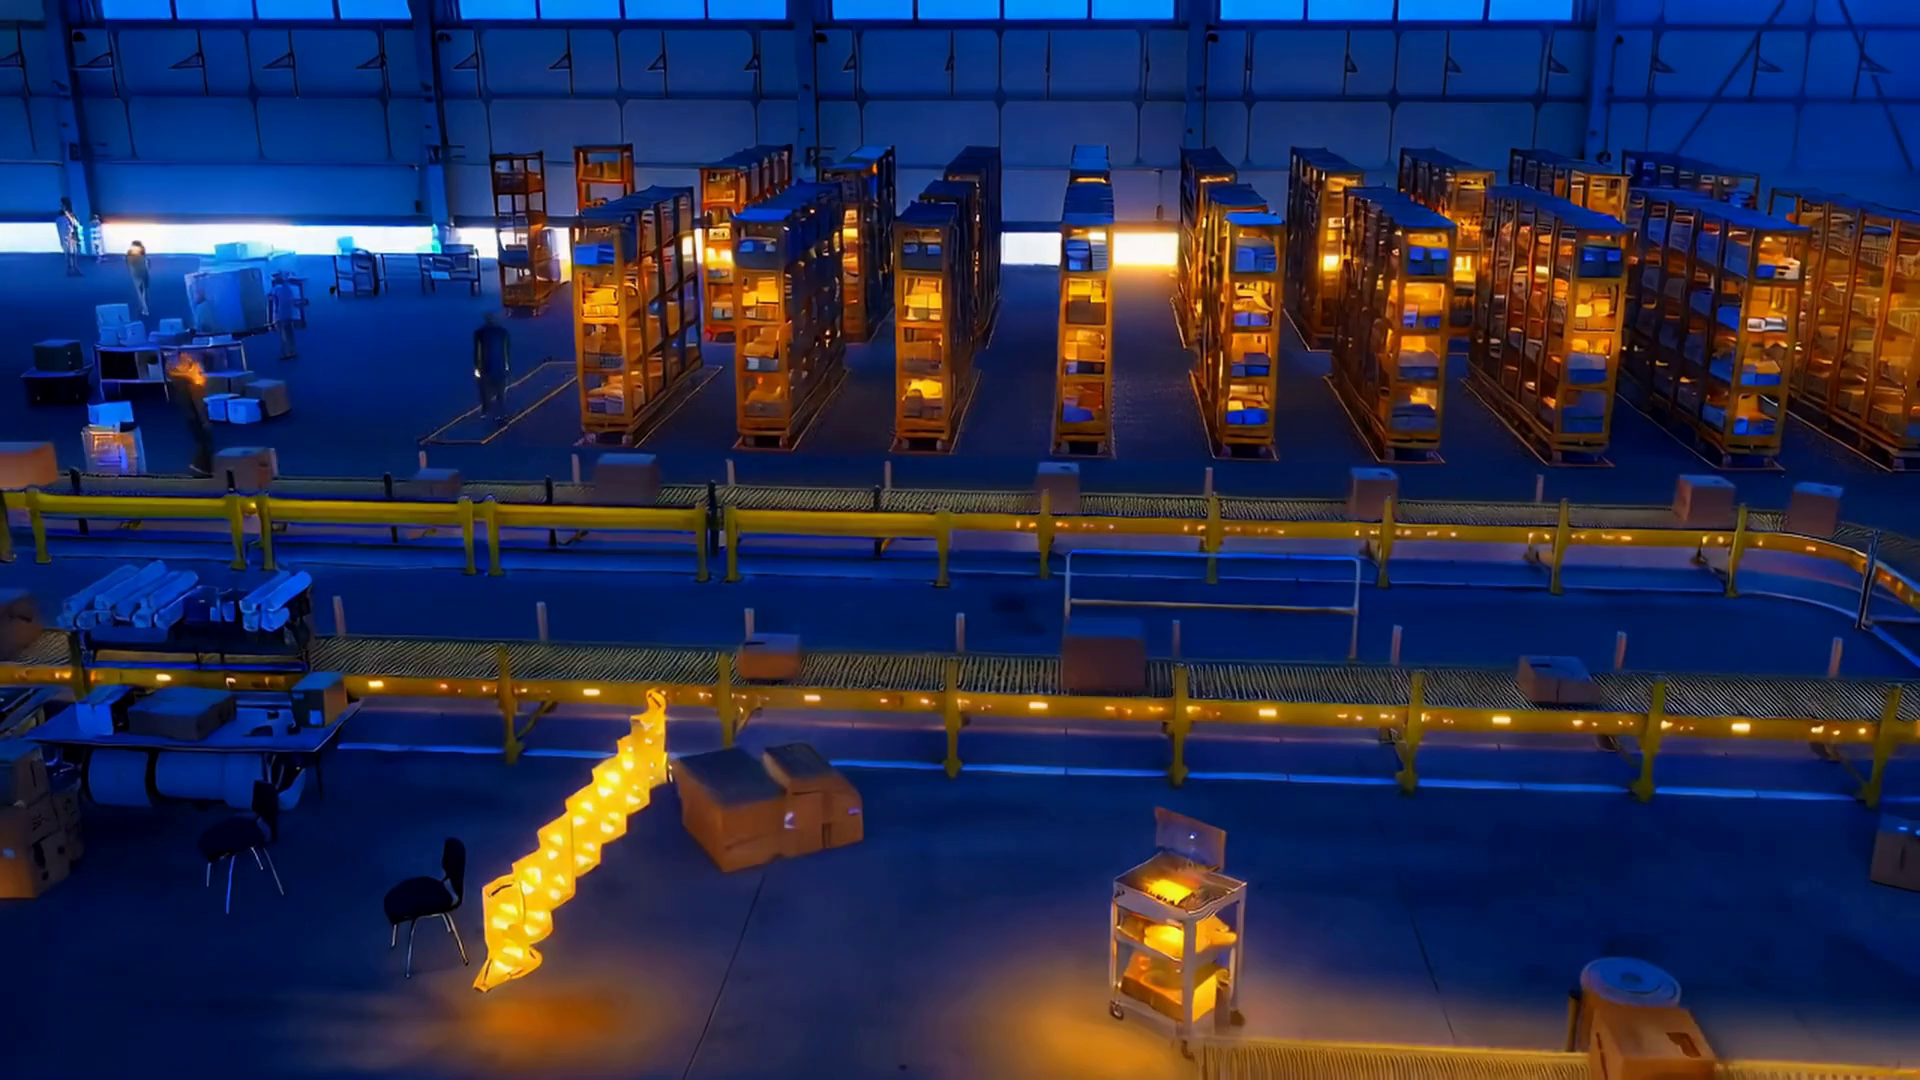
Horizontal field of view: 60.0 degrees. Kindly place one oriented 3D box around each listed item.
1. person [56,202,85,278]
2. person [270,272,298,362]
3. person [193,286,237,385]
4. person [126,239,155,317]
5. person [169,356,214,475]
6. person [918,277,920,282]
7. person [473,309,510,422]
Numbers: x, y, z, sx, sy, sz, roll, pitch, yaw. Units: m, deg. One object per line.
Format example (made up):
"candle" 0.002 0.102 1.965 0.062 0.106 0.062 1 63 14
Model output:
"person" -23.069 -7.770 43.037 0.545 1.942 0.349 11 21 31
"person" -13.272 -4.375 32.571 0.330 1.751 0.564 7 19 21
"person" -13.736 -3.738 30.436 0.641 1.829 0.575 -1 18 -3
"person" -18.383 -5.902 37.441 0.636 1.722 0.512 14 22 37
"person" -11.210 -1.775 24.269 0.625 1.793 0.480 11 21 32
"person" -0.654 -6.015 37.733 0.595 1.779 0.959 2 18 6
"person" -7.852 -2.932 27.777 0.685 1.879 0.773 -14 22 -37
